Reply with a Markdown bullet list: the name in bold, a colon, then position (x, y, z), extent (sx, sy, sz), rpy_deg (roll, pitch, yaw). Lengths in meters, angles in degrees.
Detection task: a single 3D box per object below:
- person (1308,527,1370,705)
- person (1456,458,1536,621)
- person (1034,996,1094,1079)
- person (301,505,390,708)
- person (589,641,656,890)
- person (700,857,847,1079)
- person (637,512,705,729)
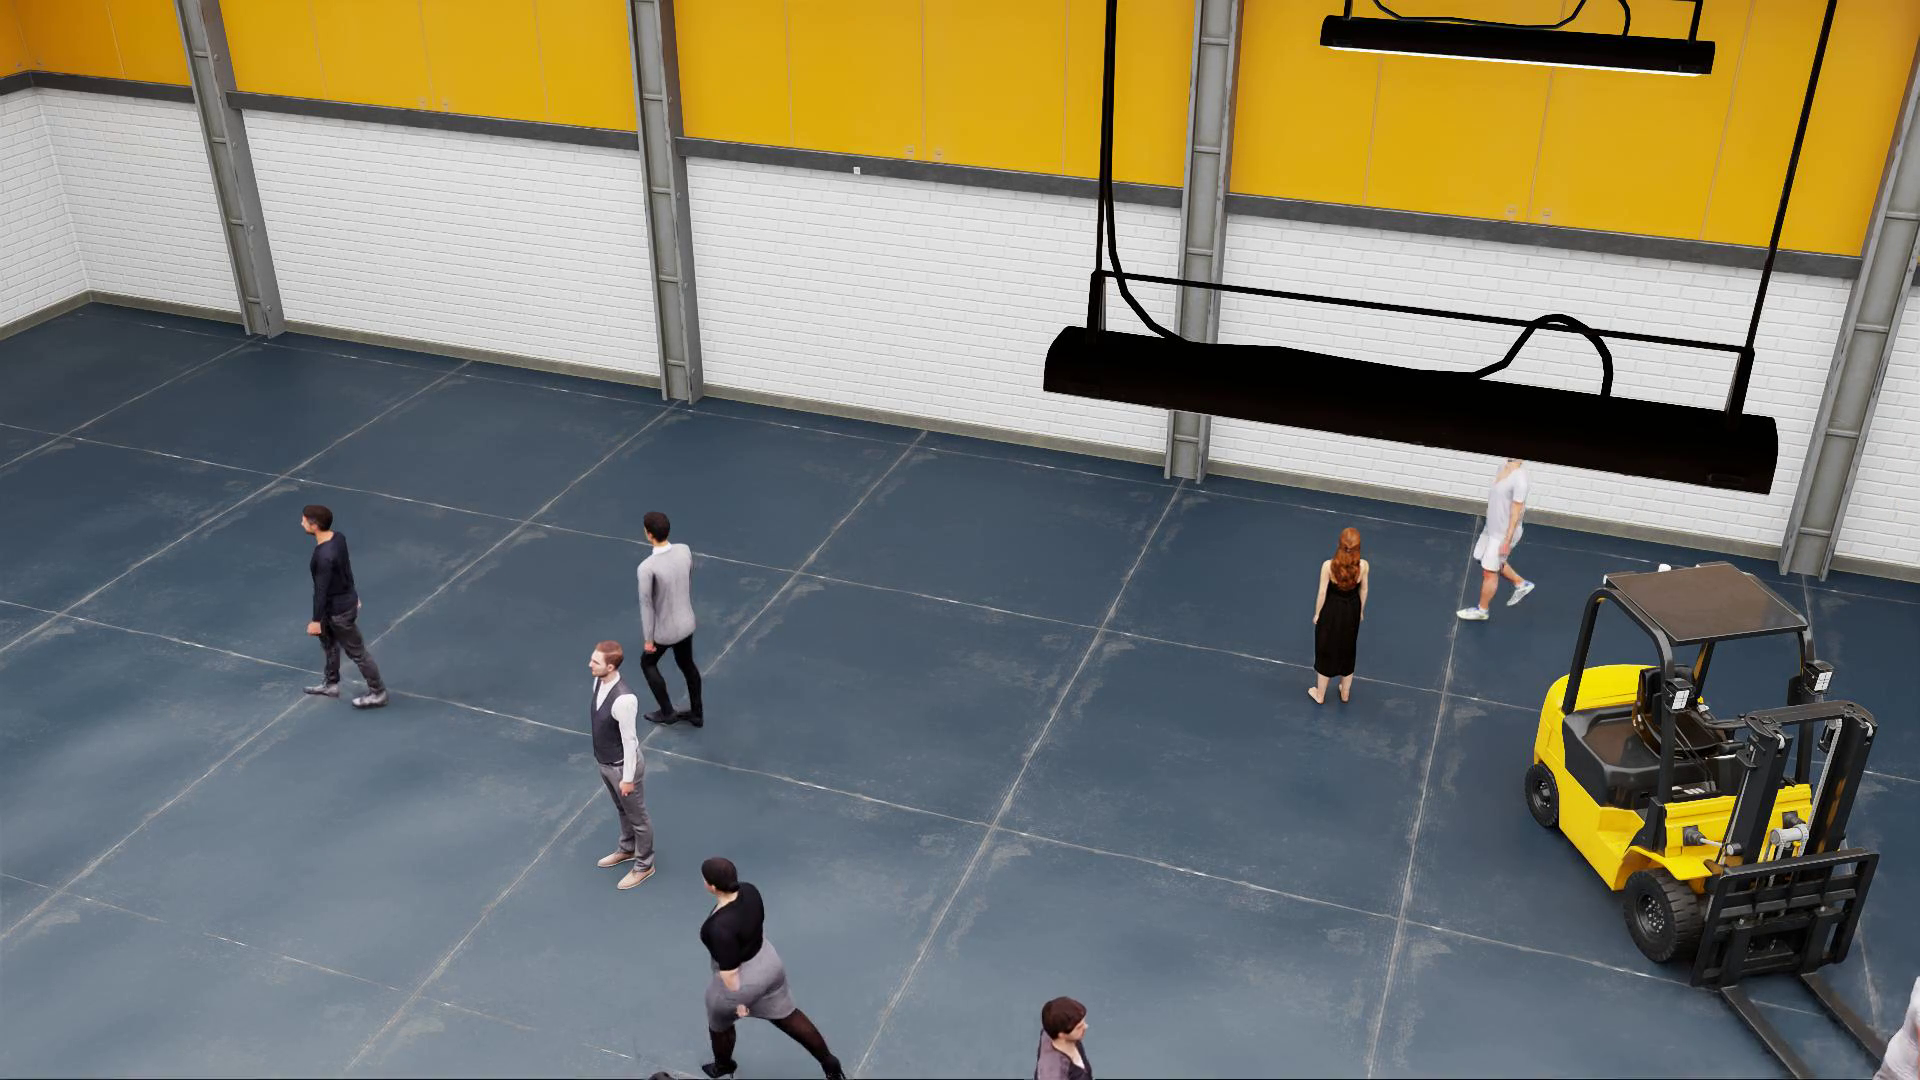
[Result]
- **person**: position (3.101, 0.618, 13.577), extent (0.633, 1.625, 0.719), rpy_deg (-3, 29, -5)
- **person**: position (4.864, -0.103, 14.671), extent (1.046, 1.844, 0.897), rpy_deg (-1, 29, -2)
- **person**: position (0.447, 3.105, 8.812), extent (1.212, 1.822, 0.875), rpy_deg (2, 29, 3)
- **person**: position (-4.914, 0.562, 13.449), extent (1.055, 1.846, 0.903), rpy_deg (-5, 29, -8)
- **person**: position (-2.362, 1.526, 11.584), extent (0.805, 1.939, 0.708), rpy_deg (-18, 34, -30)
- **person**: position (-1.156, 2.636, 9.796), extent (1.191, 1.703, 0.715), rpy_deg (12, 31, 21)
- **person**: position (-2.224, 0.697, 13.141), extent (0.819, 1.903, 0.889), rpy_deg (19, 34, 31)
